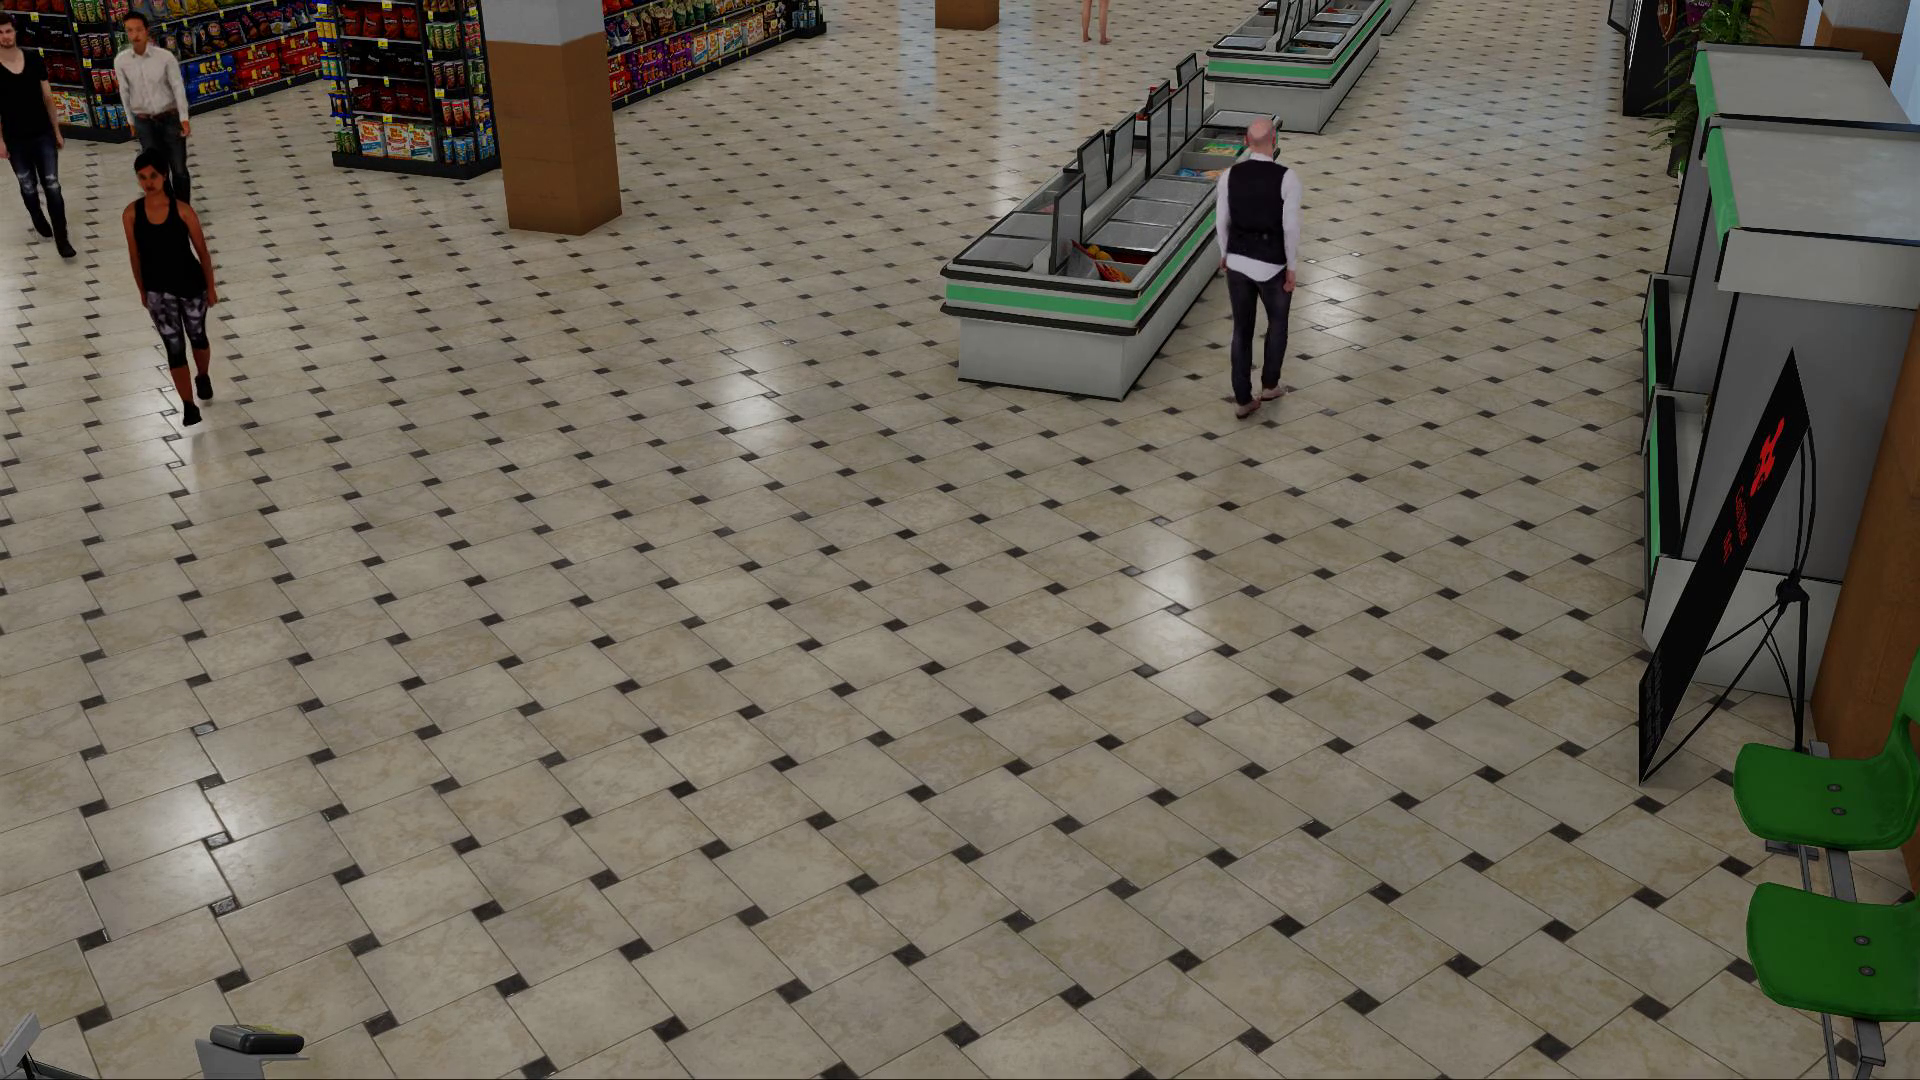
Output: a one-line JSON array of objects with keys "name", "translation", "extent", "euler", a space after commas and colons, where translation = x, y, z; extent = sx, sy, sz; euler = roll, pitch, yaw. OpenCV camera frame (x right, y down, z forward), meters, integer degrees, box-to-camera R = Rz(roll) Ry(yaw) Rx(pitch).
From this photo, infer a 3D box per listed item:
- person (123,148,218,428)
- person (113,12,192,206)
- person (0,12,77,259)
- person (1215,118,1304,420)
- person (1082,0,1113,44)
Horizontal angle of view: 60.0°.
[{"name": "person", "translation": [-4.787, -1.559, 10.190], "extent": [1.021, 1.619, 1.129], "euler": [-9, 28, -18]}, {"name": "person", "translation": [-6.566, -3.418, 13.701], "extent": [1.146, 1.758, 1.275], "euler": [-9, 28, -16]}, {"name": "person", "translation": [-7.389, -3.204, 13.165], "extent": [1.214, 1.863, 1.165], "euler": [-16, 31, -29]}, {"name": "person", "translation": [1.756, -1.599, 10.072], "extent": [0.746, 1.797, 0.805], "euler": [14, 30, 25]}, {"name": "person", "translation": [1.757, -7.287, 21.387], "extent": [0.612, 1.707, 0.555], "euler": [13, 29, 23]}]
